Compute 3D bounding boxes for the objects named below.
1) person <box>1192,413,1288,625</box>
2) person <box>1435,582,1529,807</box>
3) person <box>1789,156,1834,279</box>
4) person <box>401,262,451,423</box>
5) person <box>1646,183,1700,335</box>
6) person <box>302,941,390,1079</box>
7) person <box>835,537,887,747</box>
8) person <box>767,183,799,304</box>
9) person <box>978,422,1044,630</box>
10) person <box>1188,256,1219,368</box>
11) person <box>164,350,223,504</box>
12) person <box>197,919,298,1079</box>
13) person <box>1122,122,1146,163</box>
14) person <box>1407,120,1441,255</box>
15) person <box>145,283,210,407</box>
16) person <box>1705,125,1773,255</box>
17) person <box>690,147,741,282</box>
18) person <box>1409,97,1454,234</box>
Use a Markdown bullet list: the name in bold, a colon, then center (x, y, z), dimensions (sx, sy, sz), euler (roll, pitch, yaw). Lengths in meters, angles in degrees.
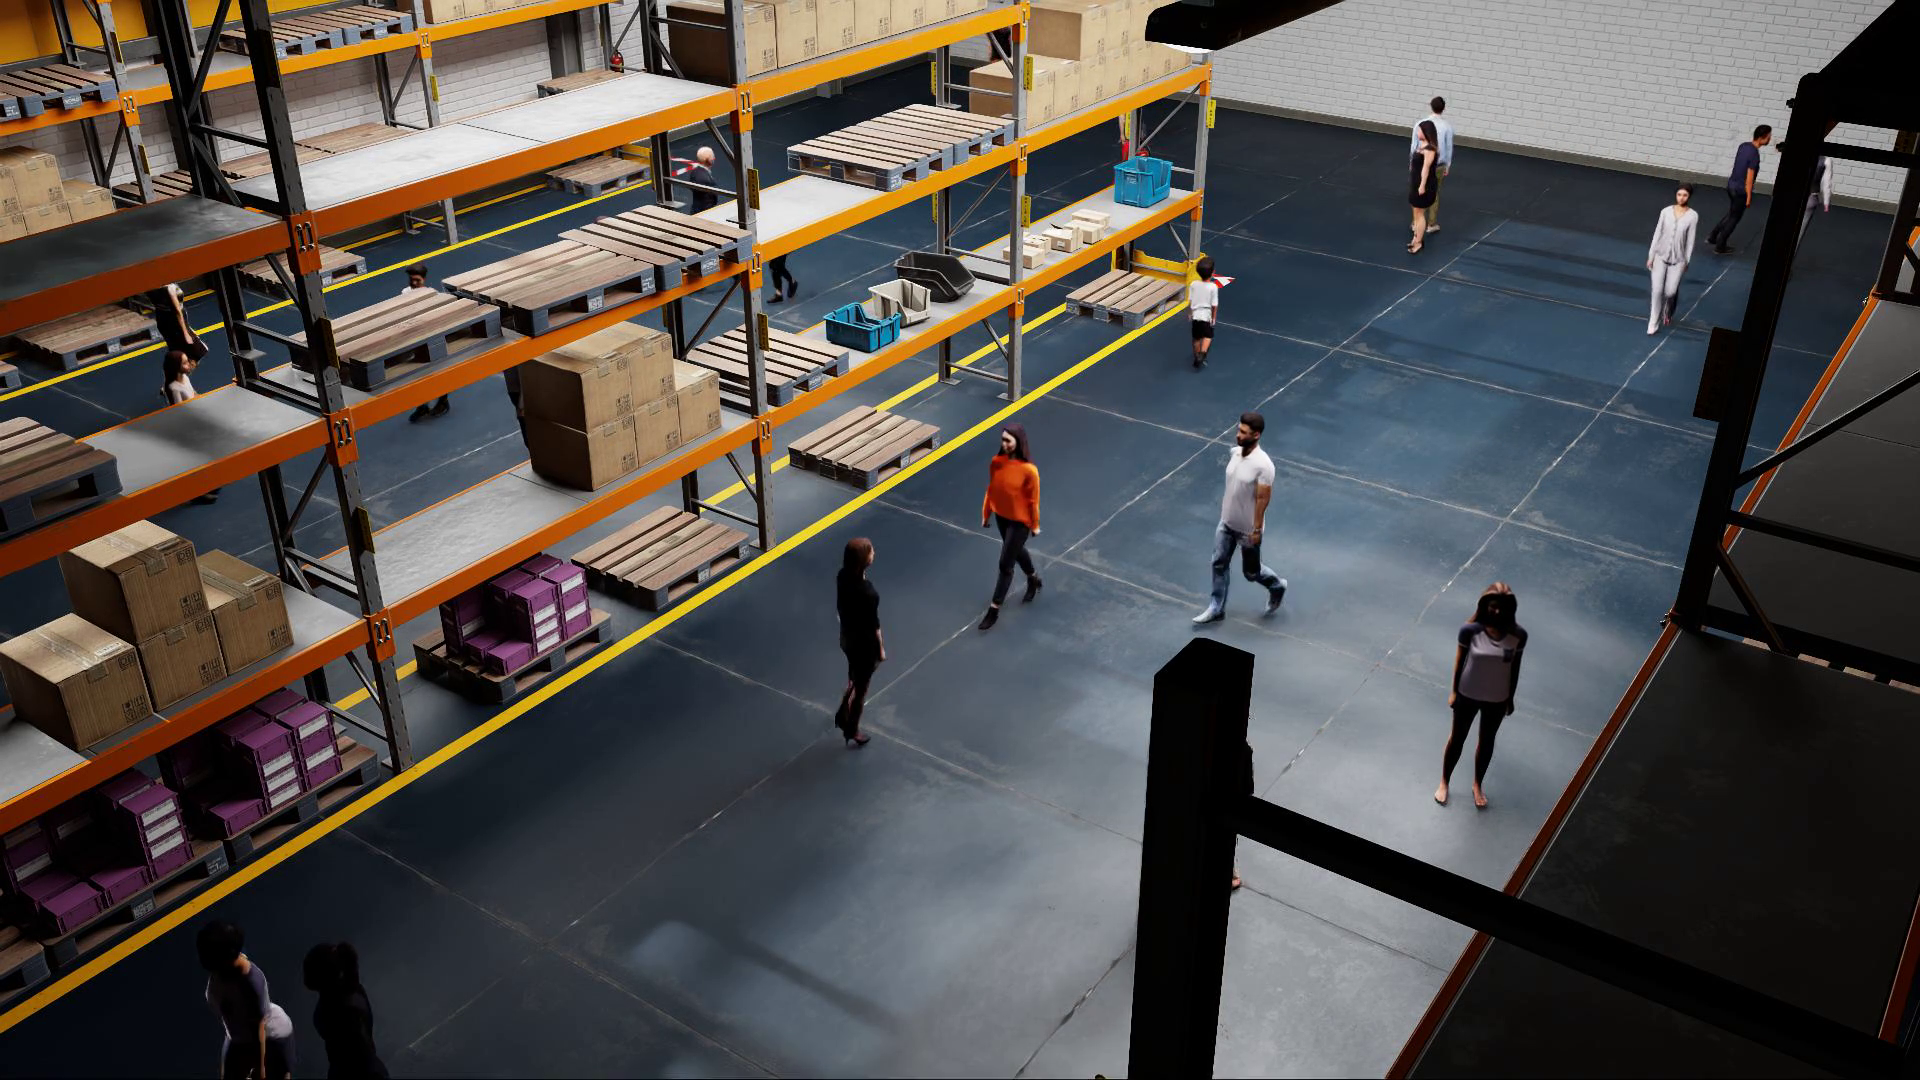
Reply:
- **person**: center (2.348, -0.162, 13.366), dimensions (1.187, 1.842, 0.965), euler (-16, 32, -26)
- **person**: center (3.546, 1.032, 11.291), dimensions (0.666, 1.732, 0.663), euler (6, 29, 11)
- **person**: center (10.436, -4.192, 20.662), dimensions (0.748, 1.931, 0.916), euler (24, 37, 37)
- **person**: center (-5.406, -2.066, 17.010), dimensions (0.735, 1.696, 0.789), euler (13, 31, 22)
- **person**: center (8.166, -3.246, 19.105), dimensions (0.592, 1.761, 0.685), euler (18, 33, 29)
- **person**: center (-2.949, 2.658, 8.352), dimensions (1.019, 1.692, 0.722), euler (-23, 36, -35)
- **person**: center (-0.796, 0.774, 11.805), dimensions (0.745, 1.694, 0.703), euler (-15, 32, -26)
- **person**: center (-2.145, -3.571, 20.007), dimensions (0.626, 1.468, 0.652), euler (22, 35, 34)
- **person**: center (0.487, -0.170, 13.527), dimensions (0.738, 1.703, 1.128), euler (24, 37, 37)
- **person**: center (2.634, -2.465, 18.206), dimensions (0.547, 1.251, 0.631), euler (12, 31, 20)
- **person**: center (-7.152, -1.056, 15.381), dimensions (0.656, 1.482, 0.594), euler (-5, 29, -8)
- **person**: center (-3.615, 2.547, 8.700), dimensions (0.561, 1.555, 0.561), euler (17, 33, 28)
- **person**: center (2.118, -4.588, 21.600), dimensions (0.687, 1.728, 0.579), euler (15, 32, 26)
- **person**: center (6.065, -4.590, 21.624), dimensions (0.792, 1.708, 0.657), euler (7, 29, 12)
- **person**: center (-8.126, -2.123, 17.064), dimensions (0.652, 1.742, 0.802), euler (20, 34, 32)
- **person**: center (9.943, -4.480, 21.379), dimensions (0.900, 1.749, 0.817), euler (-5, 29, -9)
- **person**: center (-3.176, -3.863, 20.241), dimensions (1.260, 1.756, 0.984), euler (-18, 33, -29)
- **person**: center (6.324, -5.033, 22.331), dimensions (0.754, 1.808, 0.675), euler (12, 31, 21)
